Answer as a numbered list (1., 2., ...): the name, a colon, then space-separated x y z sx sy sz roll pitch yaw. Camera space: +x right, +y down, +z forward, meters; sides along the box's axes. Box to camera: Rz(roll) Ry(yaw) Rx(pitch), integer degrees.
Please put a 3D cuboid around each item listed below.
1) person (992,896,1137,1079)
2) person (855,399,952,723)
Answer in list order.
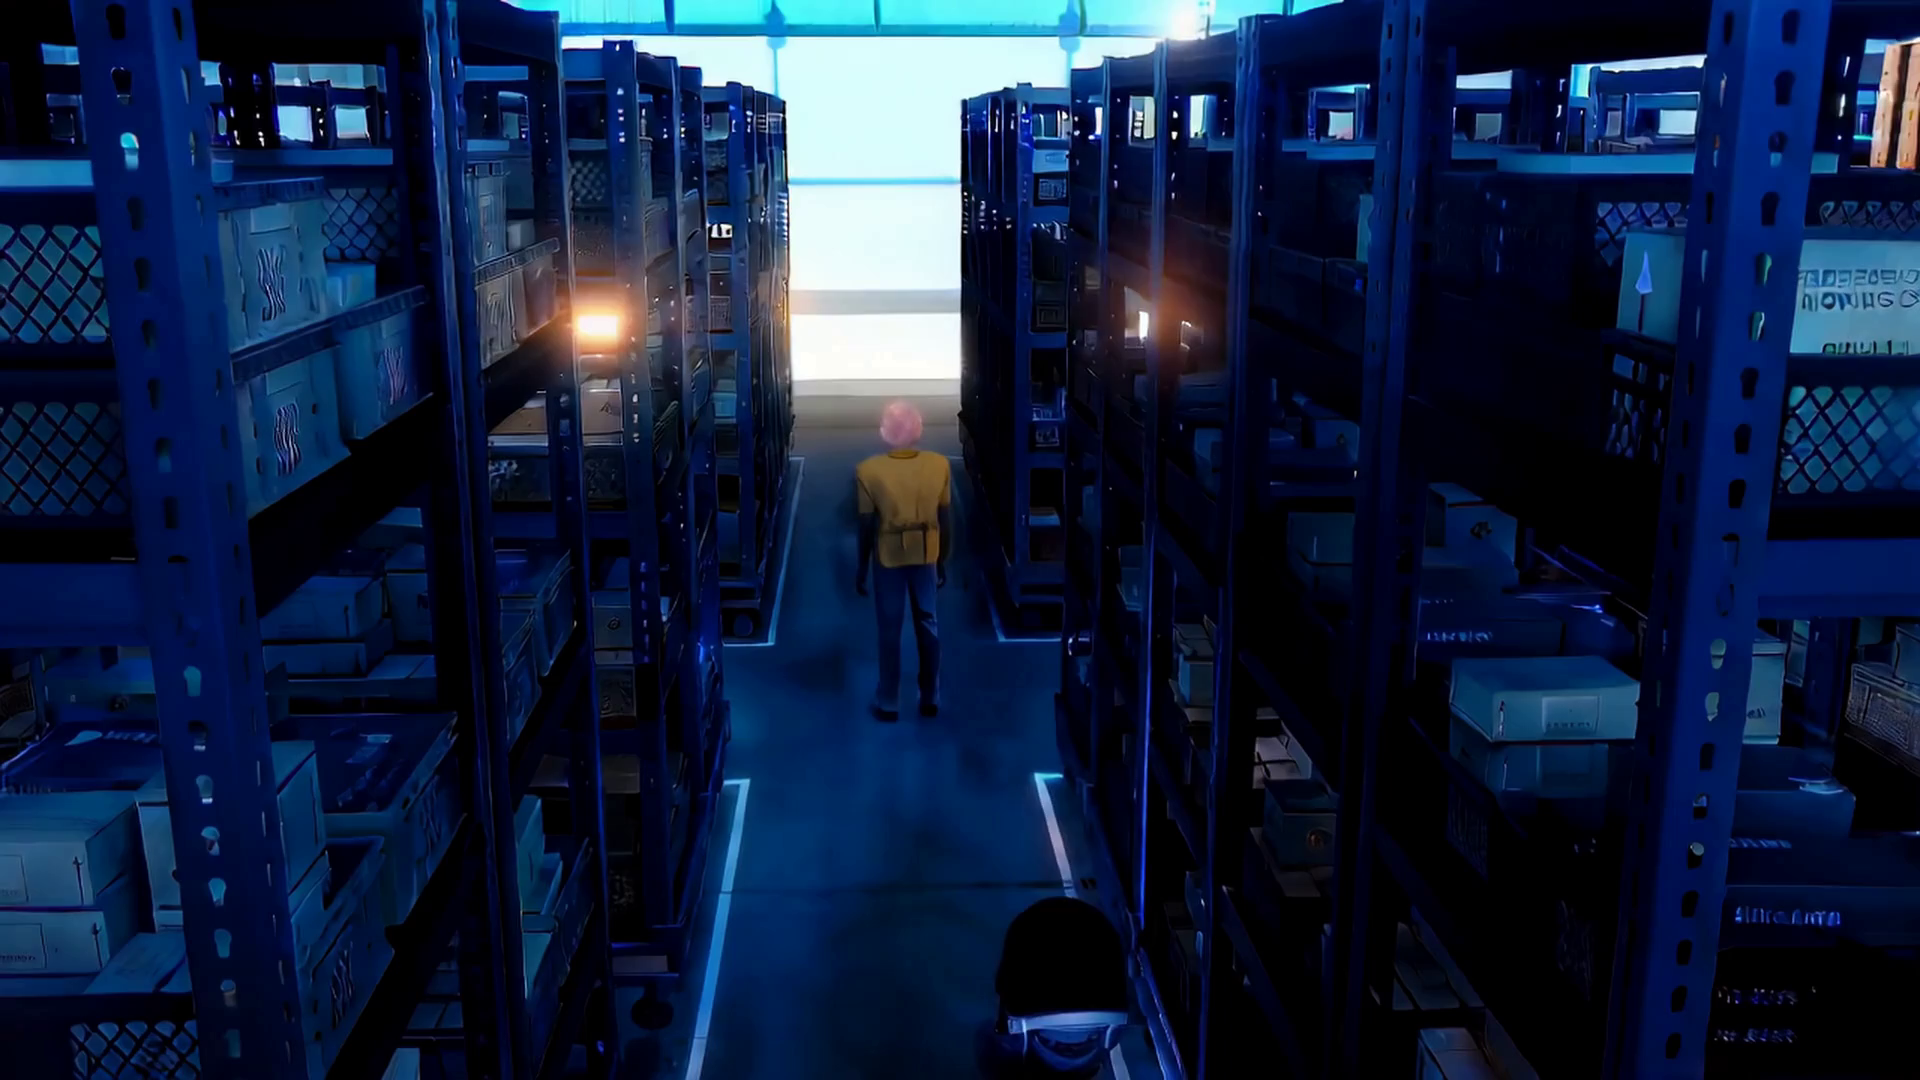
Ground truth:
1. person: 0.184 1.609 3.127 0.613 1.994 0.381 -4 15 -17
2. person: -0.315 0.130 9.408 0.566 1.850 0.389 -6 15 -22
